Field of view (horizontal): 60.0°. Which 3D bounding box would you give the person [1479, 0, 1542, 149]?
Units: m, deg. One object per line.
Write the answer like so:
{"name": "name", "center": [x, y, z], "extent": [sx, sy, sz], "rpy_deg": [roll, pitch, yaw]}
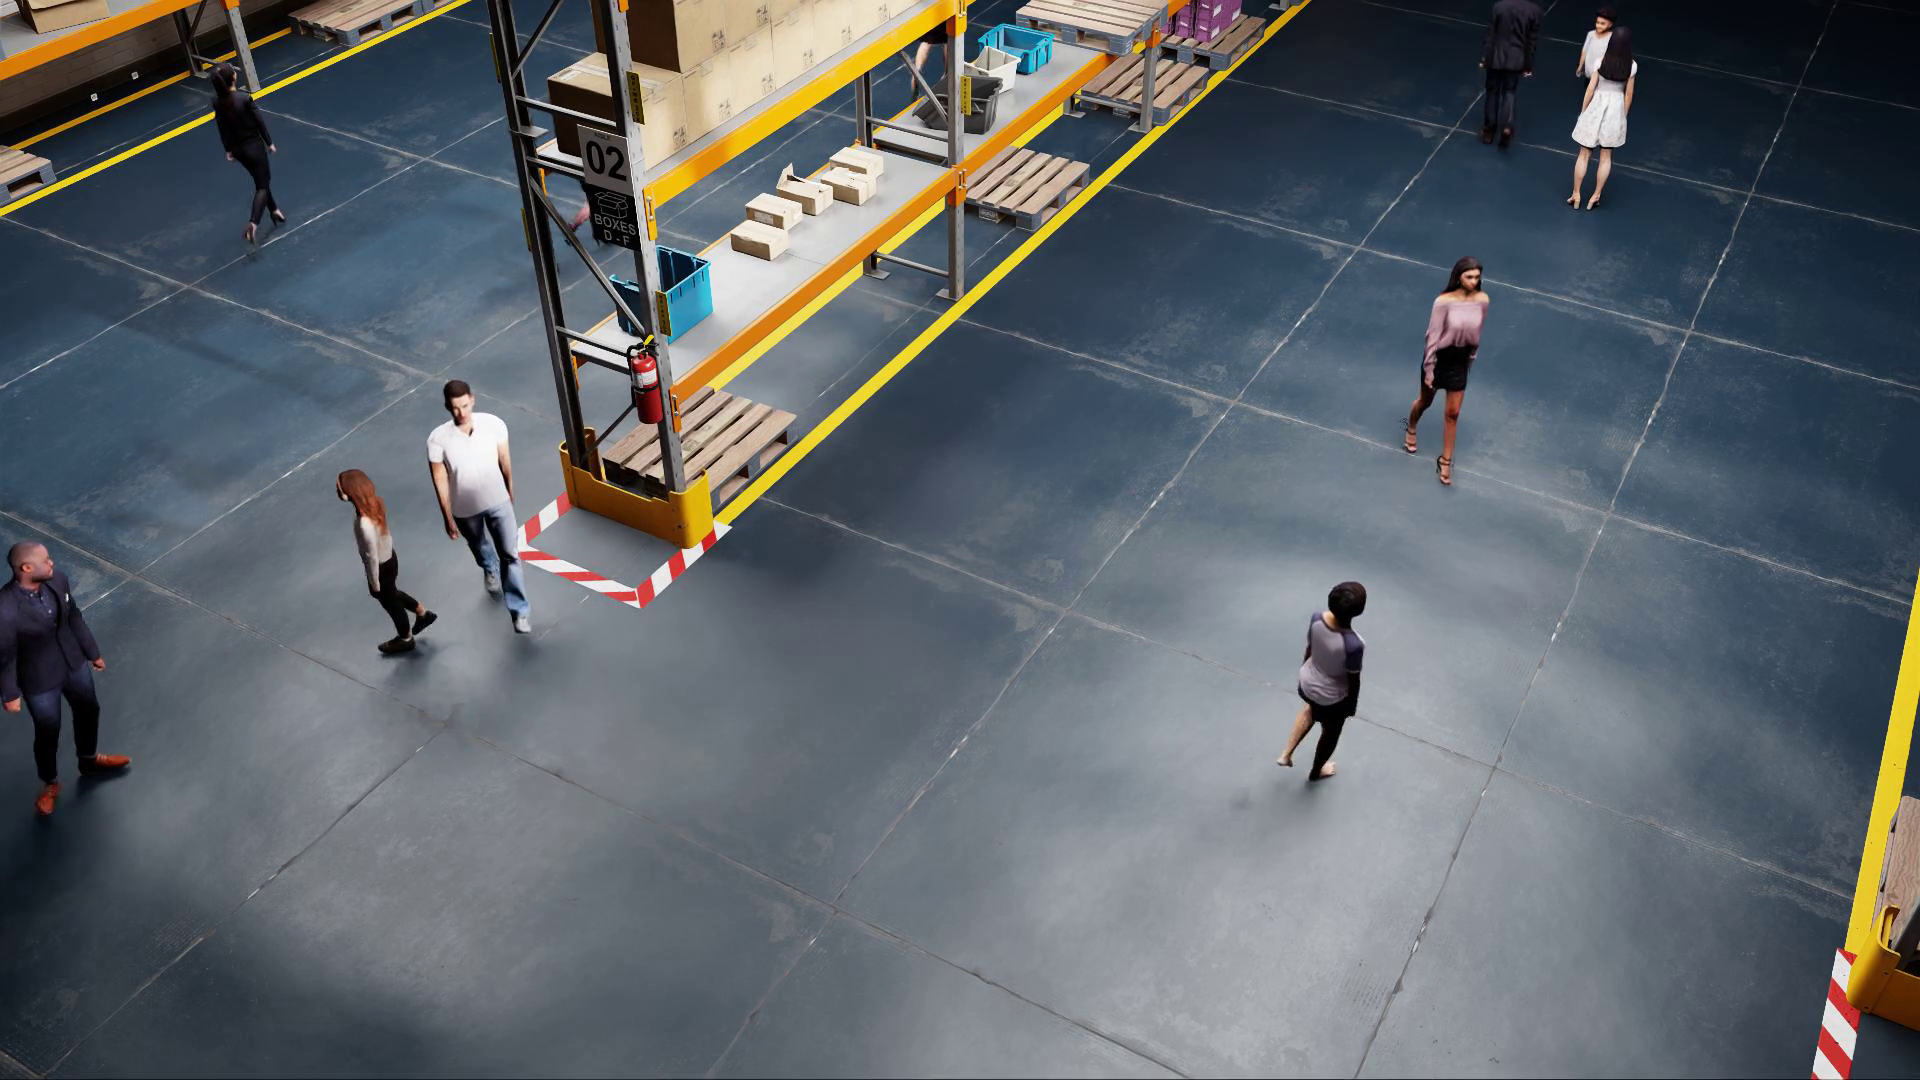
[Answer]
{"name": "person", "center": [5.507, -4.796, 16.769], "extent": [0.861, 1.785, 1.000], "rpy_deg": [7, 39, 8]}

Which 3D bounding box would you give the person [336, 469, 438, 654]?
{"name": "person", "center": [-3.703, 0.134, 10.842], "extent": [0.772, 1.478, 0.711], "rpy_deg": [-11, 40, -14]}

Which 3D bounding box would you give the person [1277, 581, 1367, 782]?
{"name": "person", "center": [2.128, 0.877, 9.854], "extent": [0.770, 1.549, 0.708], "rpy_deg": [-22, 44, -25]}

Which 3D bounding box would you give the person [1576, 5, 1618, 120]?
{"name": "person", "center": [6.718, -5.007, 17.468], "extent": [0.550, 1.242, 0.610], "rpy_deg": [30, 47, 32]}

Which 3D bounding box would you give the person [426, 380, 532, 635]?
{"name": "person", "center": [-3.228, -0.300, 11.121], "extent": [1.201, 1.808, 1.219], "rpy_deg": [-12, 40, -15]}

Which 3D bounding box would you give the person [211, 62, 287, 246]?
{"name": "person", "center": [-6.522, -3.503, 15.228], "extent": [0.815, 1.688, 1.126], "rpy_deg": [6, 39, 8]}

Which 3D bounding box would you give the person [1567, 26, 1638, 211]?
{"name": "person", "center": [6.094, -3.989, 15.769], "extent": [0.713, 1.773, 0.715], "rpy_deg": [10, 40, 12]}

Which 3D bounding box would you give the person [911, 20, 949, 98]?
{"name": "person", "center": [-0.298, -5.587, 17.805], "extent": [0.631, 1.728, 1.023], "rpy_deg": [19, 42, 22]}

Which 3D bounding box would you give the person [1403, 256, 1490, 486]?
{"name": "person", "center": [3.580, -1.326, 12.419], "extent": [0.898, 1.791, 0.994], "rpy_deg": [-5, 39, -6]}

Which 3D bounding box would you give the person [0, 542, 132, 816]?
{"name": "person", "center": [-5.397, 0.798, 9.764], "extent": [0.966, 1.786, 0.625], "rpy_deg": [22, 44, 25]}
